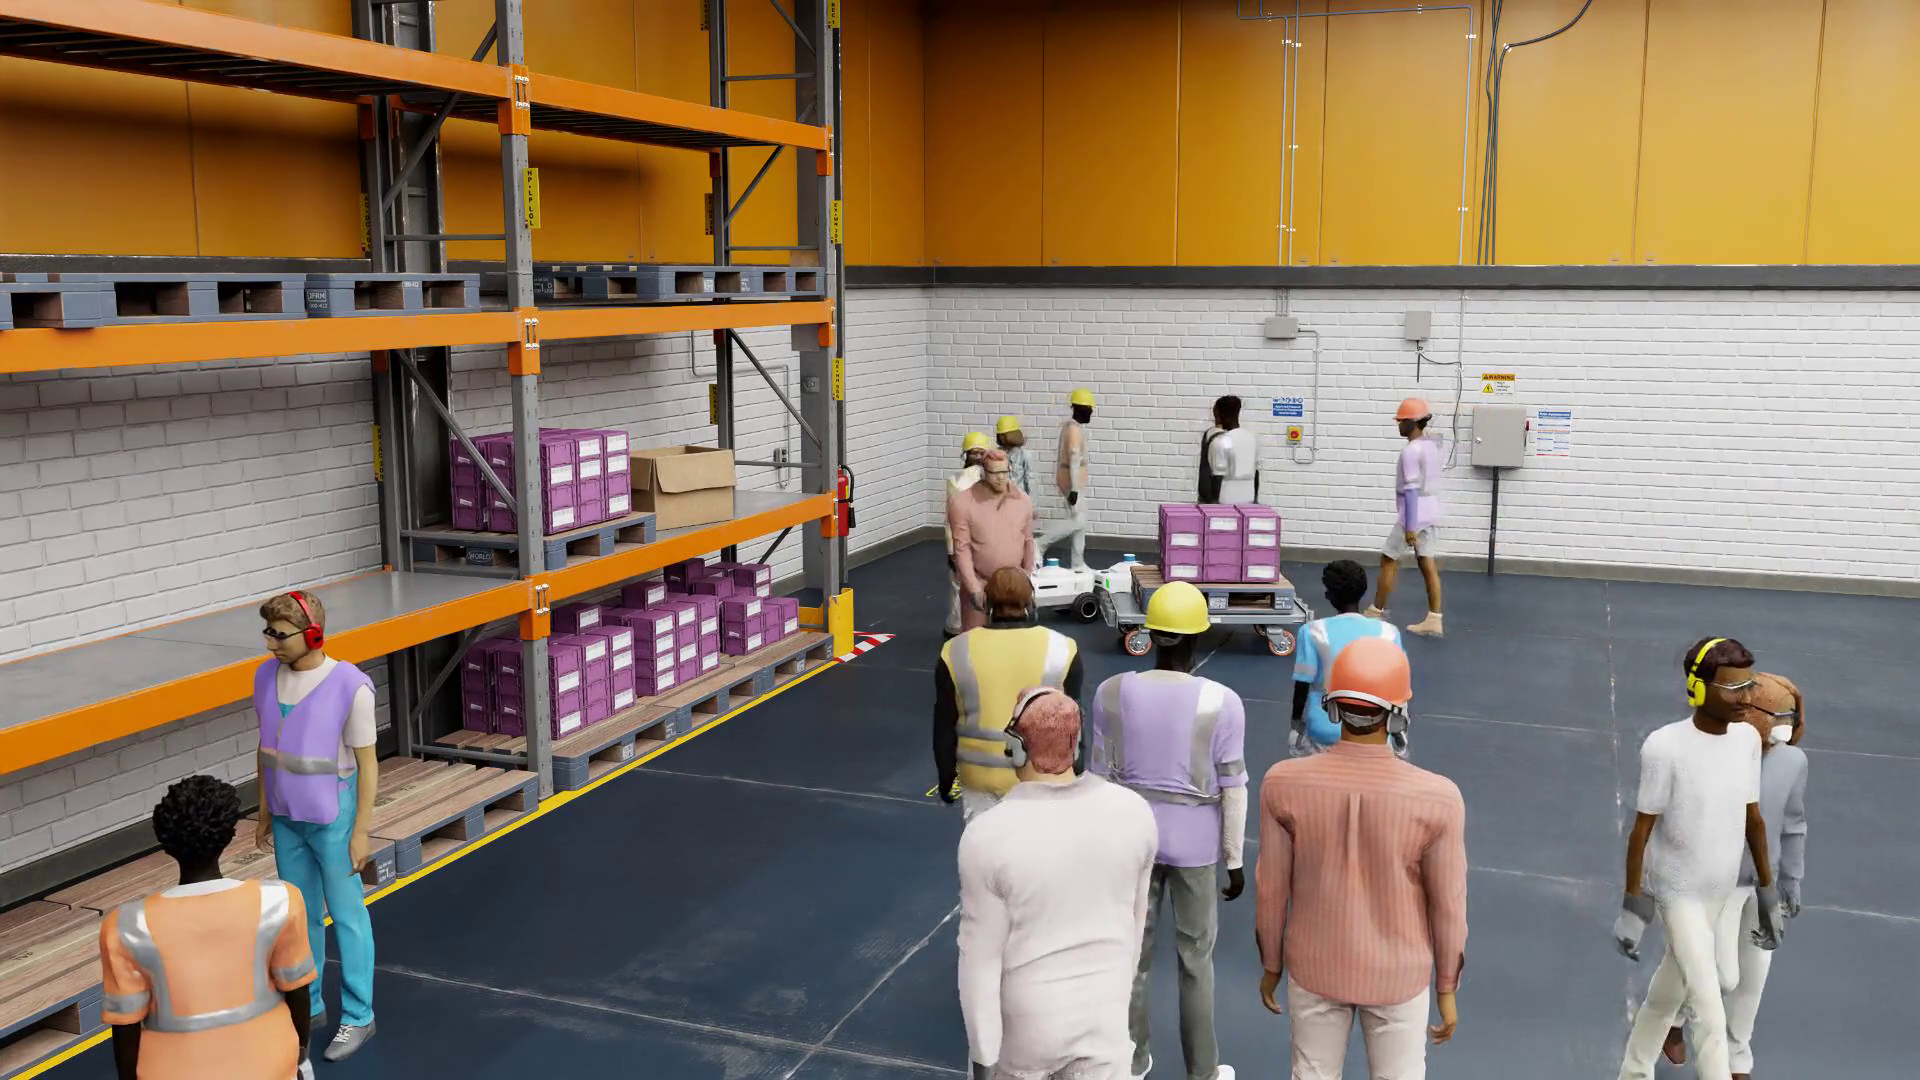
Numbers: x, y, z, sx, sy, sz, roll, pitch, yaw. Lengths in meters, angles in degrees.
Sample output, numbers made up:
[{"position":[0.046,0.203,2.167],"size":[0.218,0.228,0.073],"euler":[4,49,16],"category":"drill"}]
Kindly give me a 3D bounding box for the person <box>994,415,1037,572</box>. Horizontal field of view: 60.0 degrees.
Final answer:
[{"position":[0.554,-0.362,16.054],"size":[0.498,1.714,0.752],"euler":[8,12,41],"category":"person"}]

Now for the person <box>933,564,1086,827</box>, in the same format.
[{"position":[0.212,0.995,7.146],"size":[0.650,1.816,0.767],"euler":[1,9,4],"category":"person"}]

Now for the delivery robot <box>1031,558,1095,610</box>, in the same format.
[{"position":[0.806,0.404,14.538],"size":[0.707,0.478,0.477],"euler":[-4,10,-22],"category":"delivery robot"}]

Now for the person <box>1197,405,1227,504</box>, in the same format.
[{"position":[2.592,-0.443,16.165],"size":[0.658,1.822,0.534],"euler":[-3,10,-18],"category":"person"}]

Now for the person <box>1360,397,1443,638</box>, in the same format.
[{"position":[3.717,-0.198,14.066],"size":[0.961,2.000,0.628],"euler":[7,11,38],"category":"person"}]

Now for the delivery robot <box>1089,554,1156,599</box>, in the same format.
[{"position":[1.502,0.368,14.763],"size":[0.707,0.478,0.477],"euler":[-5,10,-28],"category":"delivery robot"}]

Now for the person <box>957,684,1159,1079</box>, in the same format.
[{"position":[0.236,1.337,4.874],"size":[0.657,1.866,0.931],"euler":[-4,10,-21],"category":"person"}]

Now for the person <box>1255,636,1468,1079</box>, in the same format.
[{"position":[1.177,1.266,4.910],"size":[0.609,1.995,0.378],"euler":[4,10,21],"category":"person"}]

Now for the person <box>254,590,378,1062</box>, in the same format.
[{"position":[-2.502,1.093,6.490],"size":[0.563,1.837,0.388],"euler":[4,10,23],"category":"person"}]

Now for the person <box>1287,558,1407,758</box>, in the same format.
[{"position":[1.902,0.917,8.178],"size":[0.595,1.630,0.918],"euler":[0,9,0],"category":"person"}]

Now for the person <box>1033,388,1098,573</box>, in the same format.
[{"position":[1.077,-0.582,16.799],"size":[0.630,1.898,0.619],"euler":[1,9,6],"category":"person"}]

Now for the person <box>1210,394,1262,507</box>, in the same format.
[{"position":[2.588,-0.384,15.455],"size":[0.643,1.934,0.750],"euler":[-6,11,-34],"category":"person"}]

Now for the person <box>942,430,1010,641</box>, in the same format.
[{"position":[0.146,0.008,13.442],"size":[0.601,1.796,0.877],"euler":[-5,10,-27],"category":"person"}]

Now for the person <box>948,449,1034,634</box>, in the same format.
[{"position":[0.256,0.306,11.385],"size":[0.648,1.849,1.040],"euler":[-3,10,-18],"category":"person"}]

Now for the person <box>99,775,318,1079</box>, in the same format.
[{"position":[-2.022,1.474,4.536],"size":[0.535,1.697,0.322],"euler":[-5,10,-27],"category":"person"}]

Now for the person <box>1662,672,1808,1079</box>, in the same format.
[{"position":[2.833,1.260,6.123],"size":[0.533,1.615,0.422],"euler":[-3,9,-16],"category":"person"}]

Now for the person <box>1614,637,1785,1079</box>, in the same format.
[{"position":[2.569,1.241,5.566],"size":[0.554,1.830,0.913],"euler":[-5,10,-28],"category":"person"}]

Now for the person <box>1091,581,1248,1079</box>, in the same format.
[{"position":[0.773,1.106,6.123],"size":[0.585,1.928,0.379],"euler":[5,10,27],"category":"person"}]
